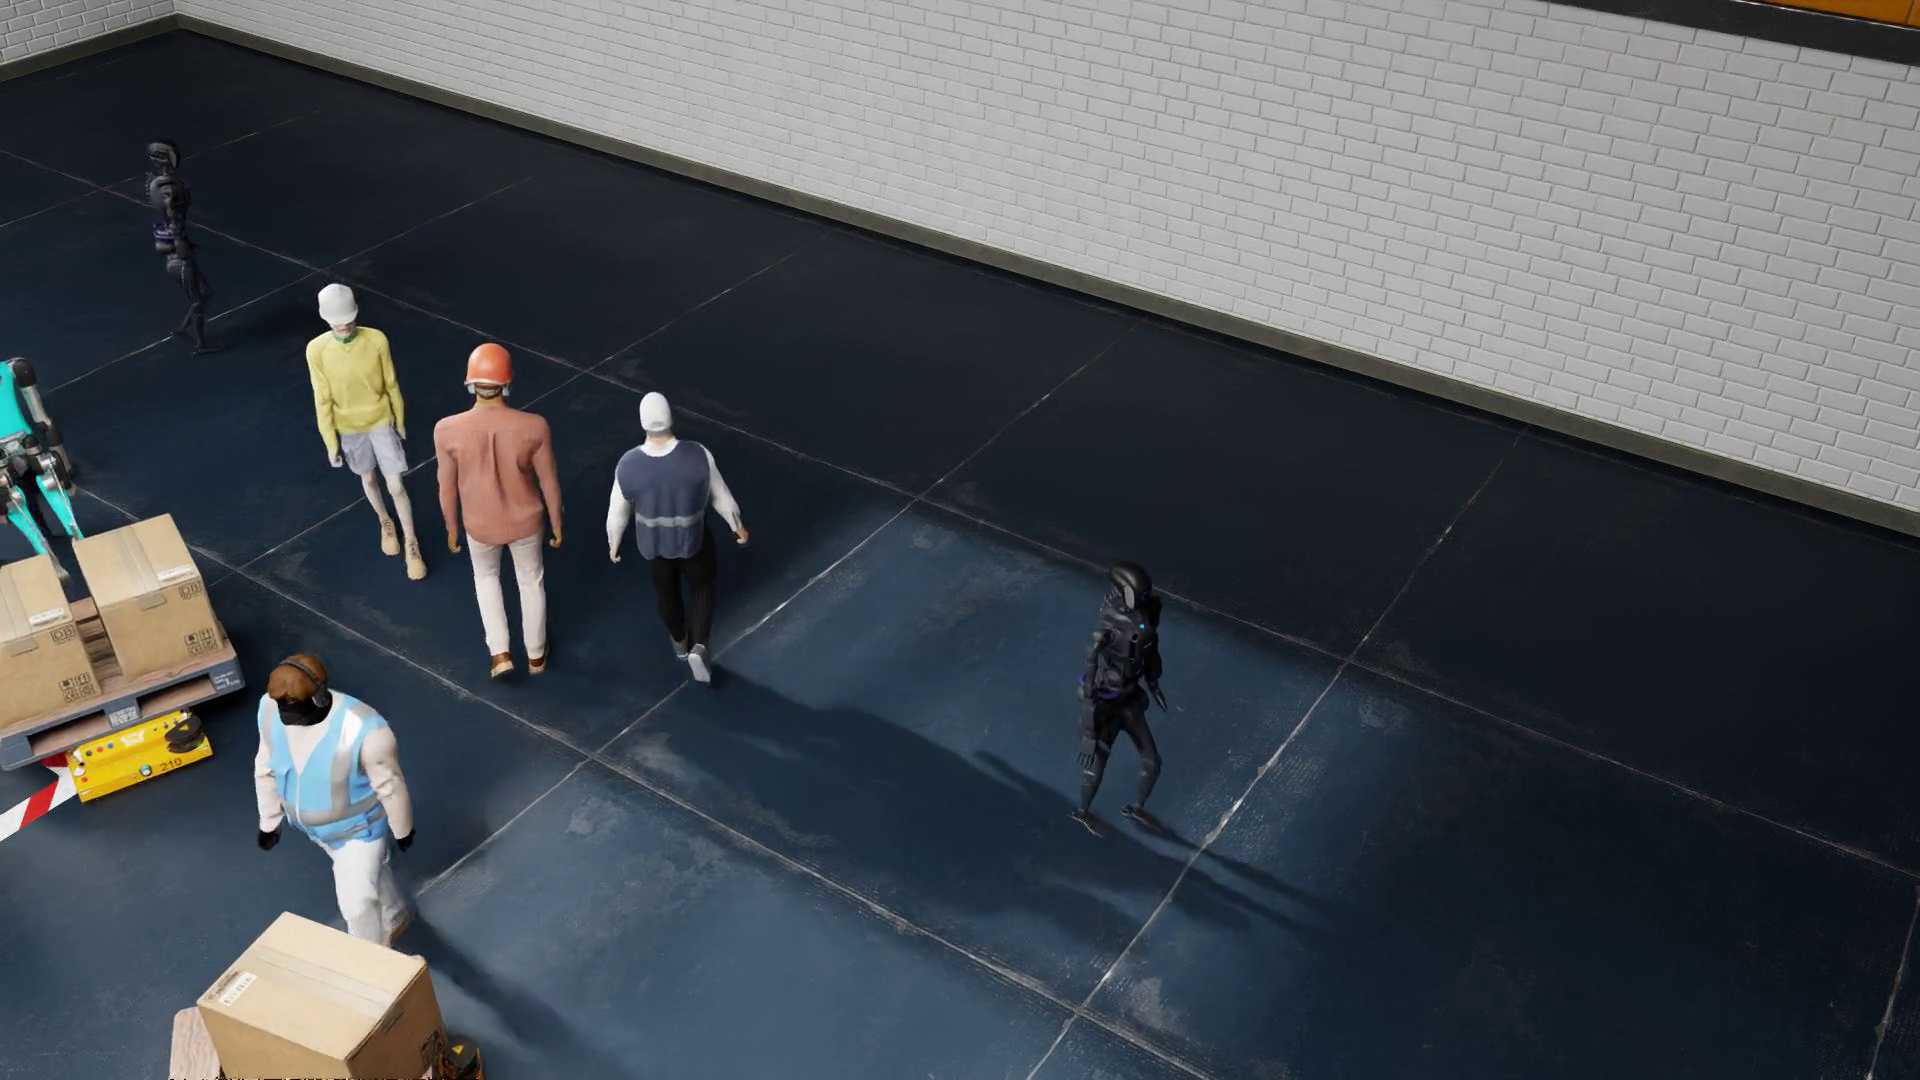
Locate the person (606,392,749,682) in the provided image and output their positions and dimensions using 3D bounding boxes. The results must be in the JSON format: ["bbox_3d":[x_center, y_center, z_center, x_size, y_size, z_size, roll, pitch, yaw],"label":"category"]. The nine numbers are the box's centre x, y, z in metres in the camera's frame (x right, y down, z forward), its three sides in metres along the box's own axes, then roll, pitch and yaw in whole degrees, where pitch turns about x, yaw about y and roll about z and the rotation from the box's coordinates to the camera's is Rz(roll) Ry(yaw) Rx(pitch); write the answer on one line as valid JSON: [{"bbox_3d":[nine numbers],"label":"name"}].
[{"bbox_3d":[-1.524,-0.003,8.981,0.763,1.741,0.605,-3,35,-5],"label":"person"}]

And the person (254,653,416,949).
[{"bbox_3d":[-2.727,1.271,7.099,0.633,1.818,0.796,15,38,21],"label":"person"}]

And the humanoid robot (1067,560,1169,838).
[{"bbox_3d":[0.766,0.786,7.915,0.463,1.643,0.603,26,43,32],"label":"humanoid robot"}]

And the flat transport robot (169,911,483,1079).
[{"bbox_3d":[-2.659,2.470,6.733,1.431,0.231,0.659,-10,36,-14],"label":"flat transport robot"}]

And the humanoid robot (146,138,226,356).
[{"bbox_3d":[-5.679,-2.100,12.039,0.431,1.633,0.615,-14,37,-20],"label":"humanoid robot"}]

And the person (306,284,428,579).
[{"bbox_3d":[-3.493,-0.619,9.761,0.484,1.861,0.780,-11,36,-15],"label":"person"}]

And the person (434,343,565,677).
[{"bbox_3d":[-2.443,-0.110,8.945,0.640,1.964,0.587,-7,36,-10],"label":"person"}]

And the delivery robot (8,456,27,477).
[{"bbox_3d":[-6.516,-0.520,10.751,0.788,0.587,0.499,-8,36,-12],"label":"delivery robot"}]

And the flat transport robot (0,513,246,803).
[{"bbox_3d":[-4.609,0.838,9.065,0.659,0.231,1.431,-21,40,-27],"label":"flat transport robot"}]

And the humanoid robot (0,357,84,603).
[{"bbox_3d":[-5.153,-0.199,9.337,0.804,1.846,0.536,29,44,34],"label":"humanoid robot"}]

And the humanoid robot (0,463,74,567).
[{"bbox_3d":[-5.813,-0.560,9.857,0.615,1.638,0.585,-10,36,-14],"label":"humanoid robot"}]
